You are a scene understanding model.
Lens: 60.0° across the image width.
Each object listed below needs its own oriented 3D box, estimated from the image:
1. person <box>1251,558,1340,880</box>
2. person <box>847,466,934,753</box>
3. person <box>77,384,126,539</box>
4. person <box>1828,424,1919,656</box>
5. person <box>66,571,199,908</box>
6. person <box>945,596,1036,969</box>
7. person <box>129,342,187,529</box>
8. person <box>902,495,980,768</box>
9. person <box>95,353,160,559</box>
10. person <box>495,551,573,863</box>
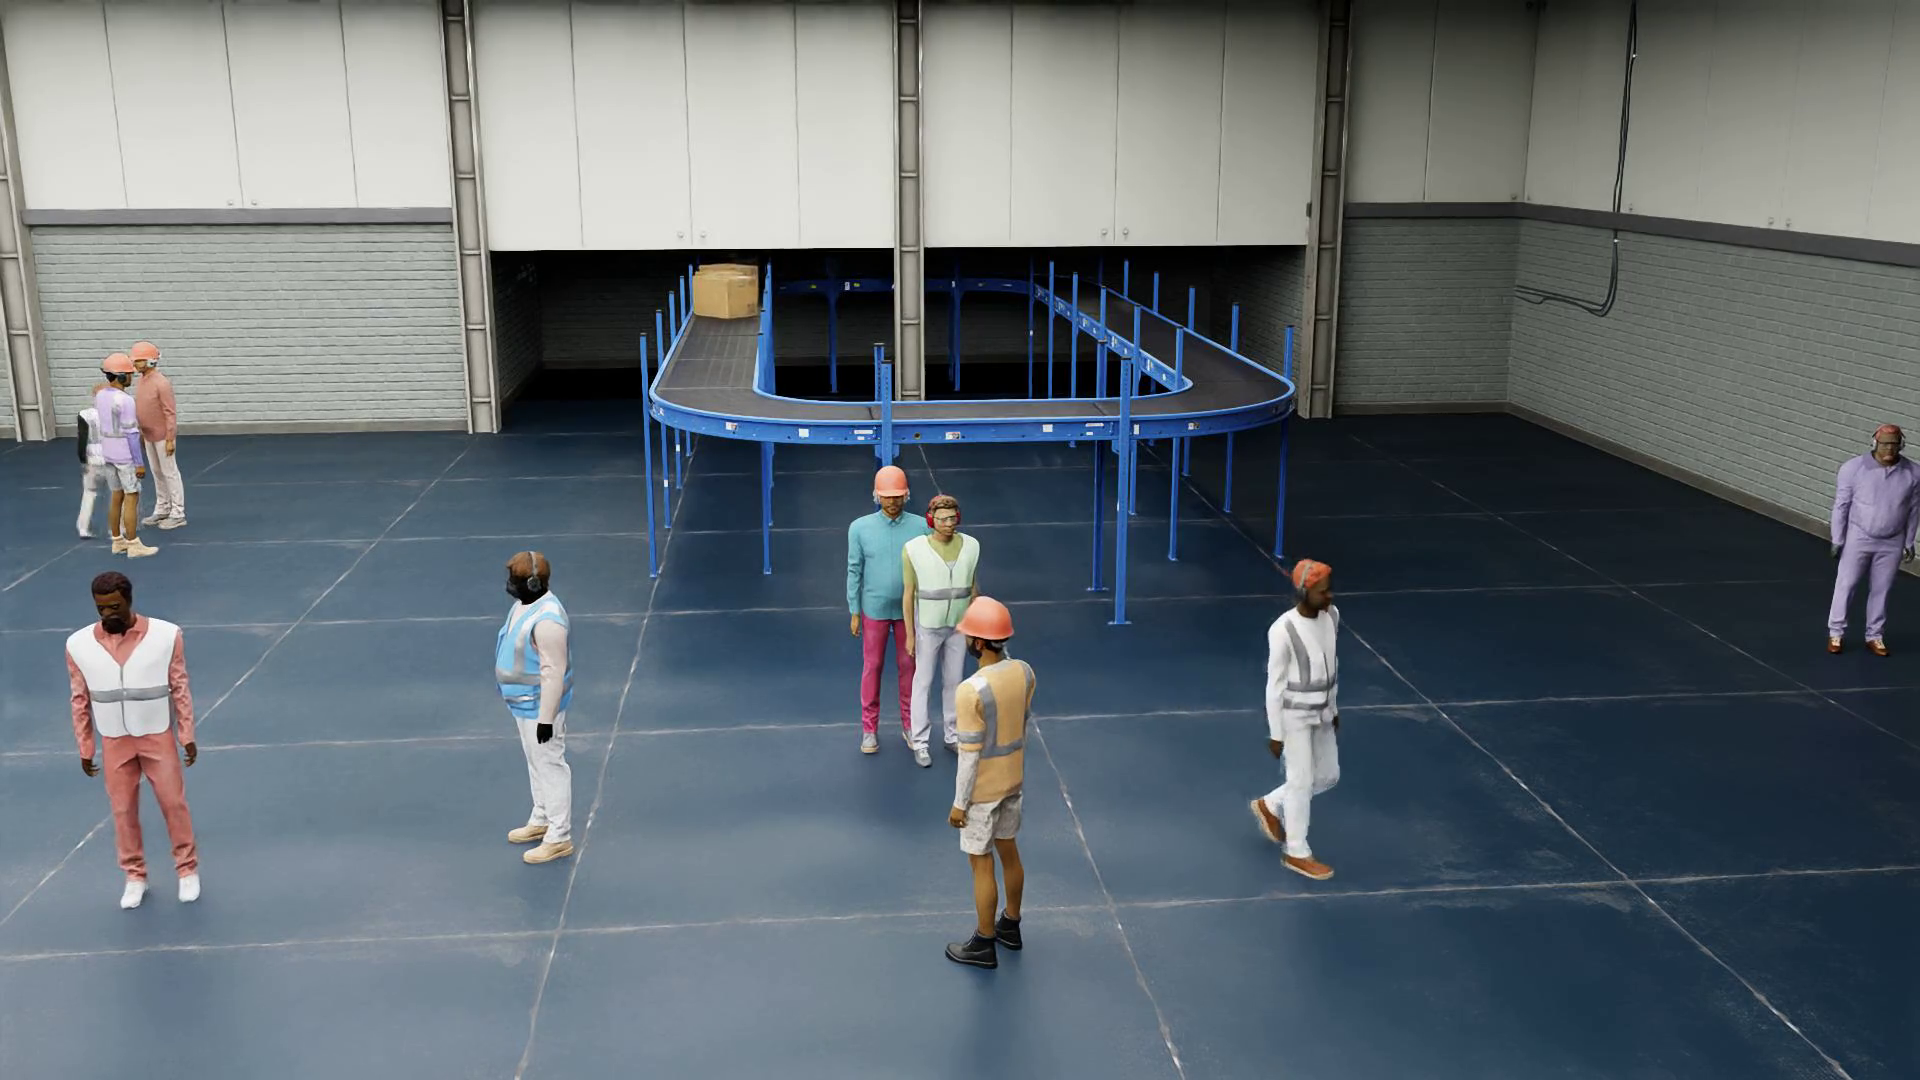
[{"bbox_3d":[1.929,0.999,9.501,0.610,1.871,0.529,-13,19,-42],"label":"person"},{"bbox_3d":[-0.466,0.469,11.371,0.611,1.995,0.380,-3,14,-12],"label":"person"},{"bbox_3d":[-8.923,-0.810,17.286,0.356,1.607,0.620,12,18,40],"label":"person"},{"bbox_3d":[7.381,0.002,13.420,0.649,1.906,0.401,3,14,10],"label":"person"},{"bbox_3d":[-4.521,1.078,9.124,0.598,1.906,0.401,-4,15,-16],"label":"person"},{"bbox_3d":[0.138,1.225,8.458,0.354,1.941,0.546,10,17,36],"label":"person"},{"bbox_3d":[-8.552,-1.114,17.701,0.611,1.996,0.387,11,18,38],"label":"person"},{"bbox_3d":[-0.125,0.591,11.182,0.563,1.847,0.389,-7,16,-26],"label":"person"},{"bbox_3d":[-8.286,-0.837,16.531,0.604,2.034,0.419,10,17,35],"label":"person"},{"bbox_3d":[-2.480,0.959,9.721,0.429,1.846,0.627,-7,16,-27],"label":"person"}]
